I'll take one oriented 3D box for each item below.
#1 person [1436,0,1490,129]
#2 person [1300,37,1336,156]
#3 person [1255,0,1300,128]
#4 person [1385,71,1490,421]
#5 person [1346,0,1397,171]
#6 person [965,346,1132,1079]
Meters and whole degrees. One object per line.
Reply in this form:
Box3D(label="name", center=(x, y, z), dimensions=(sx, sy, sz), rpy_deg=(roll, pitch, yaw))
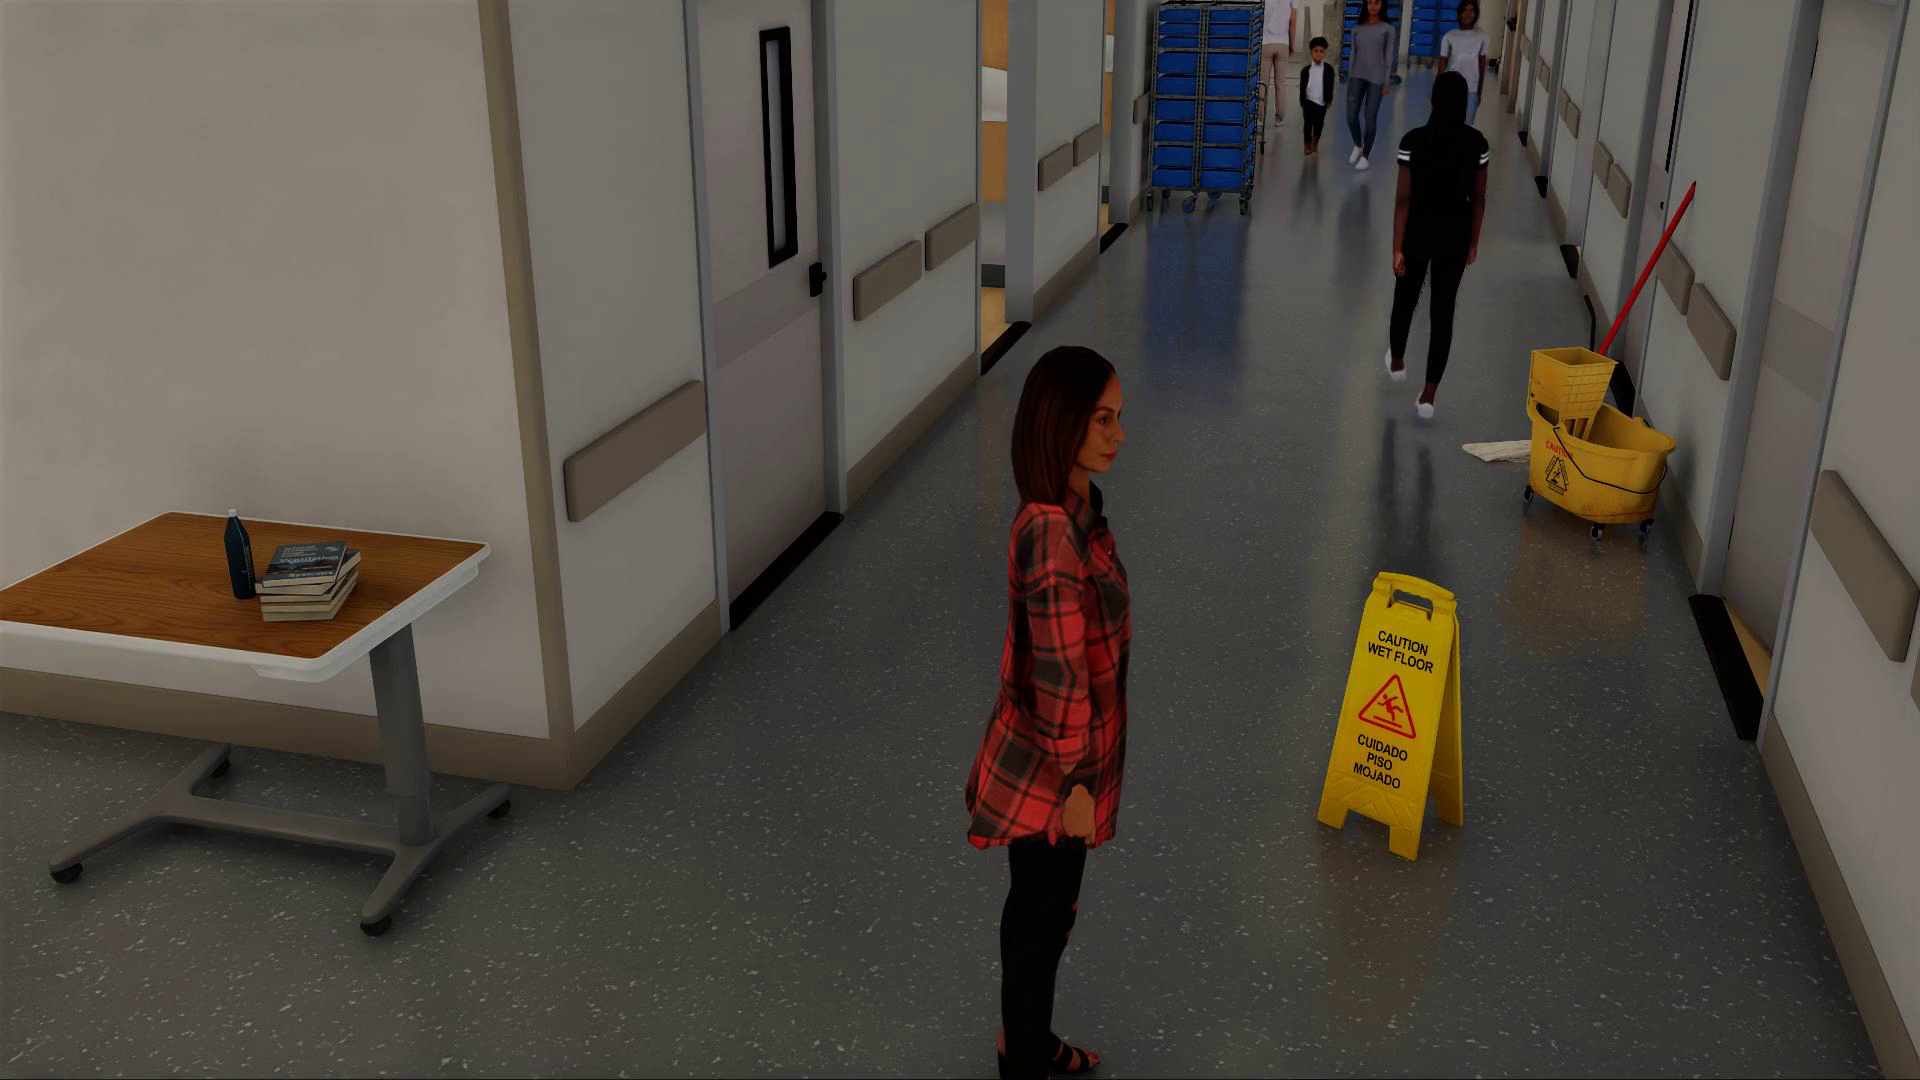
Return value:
Box3D(label="person", center=(4.642, -4.141, 15.528), dimensions=(0.667, 1.674, 1.128), rpy_deg=(3, 21, 9))
Box3D(label="person", center=(3.787, -4.714, 17.699), dimensions=(0.537, 1.207, 0.832), rpy_deg=(4, 21, 9))
Box3D(label="person", center=(3.761, -5.926, 19.938), dimensions=(0.735, 1.888, 0.681), rpy_deg=(0, 21, 1))
Box3D(label="person", center=(2.407, -1.441, 8.379), dimensions=(0.667, 1.688, 1.123), rpy_deg=(3, 21, 9))
Box3D(label="person", center=(4.111, -4.576, 16.607), dimensions=(0.680, 1.722, 0.702), rpy_deg=(11, 23, 27))
Box3D(label="person", center=(0.185, 0.441, 3.392), dimensions=(0.709, 1.700, 0.553), rpy_deg=(1, 21, 3))
